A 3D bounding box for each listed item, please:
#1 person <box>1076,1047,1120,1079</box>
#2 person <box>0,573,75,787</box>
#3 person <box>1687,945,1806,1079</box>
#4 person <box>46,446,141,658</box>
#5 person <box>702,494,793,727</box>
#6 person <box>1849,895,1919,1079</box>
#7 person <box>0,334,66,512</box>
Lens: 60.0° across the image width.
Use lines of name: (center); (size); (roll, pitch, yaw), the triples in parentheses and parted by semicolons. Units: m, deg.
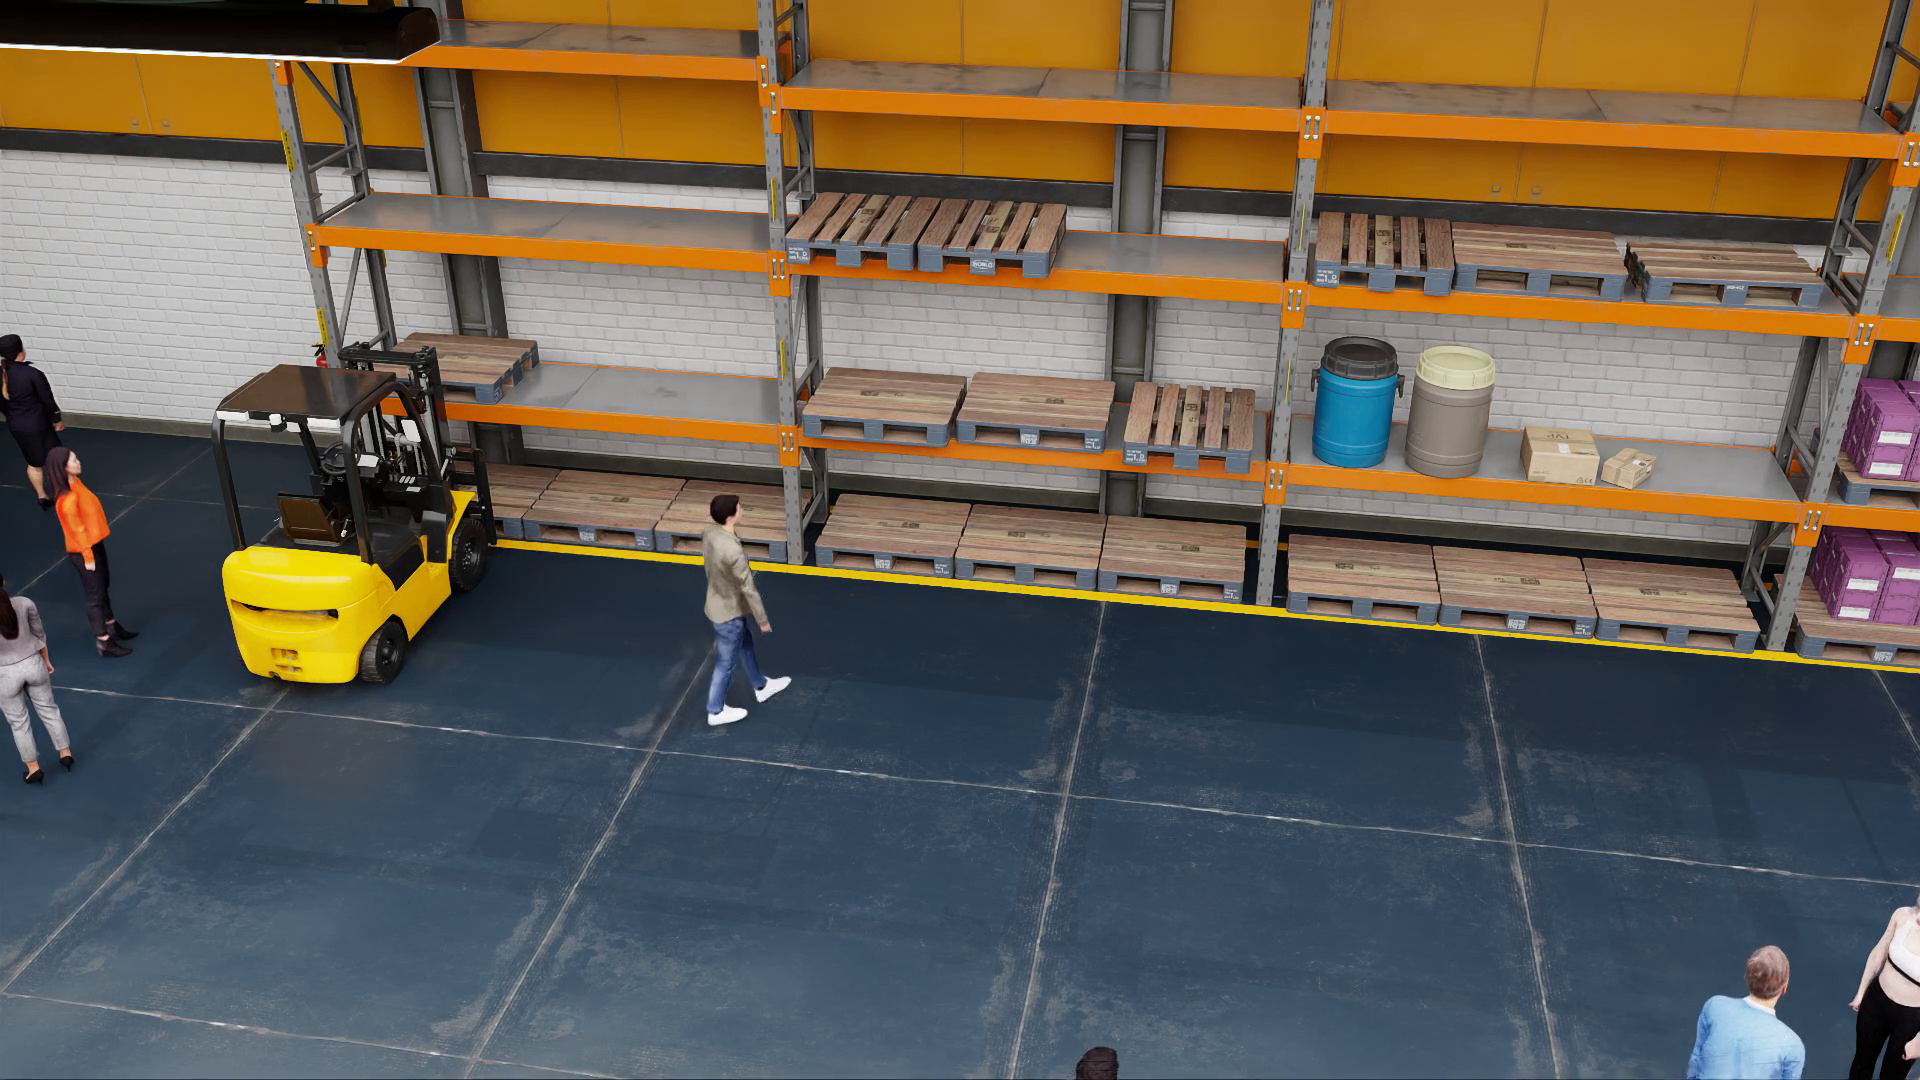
person: (0.639, 2.972, 8.051); (0.821, 1.211, 0.747); (17, 33, 28)
person: (-6.409, 0.920, 11.325); (0.750, 1.678, 0.722); (23, 36, 36)
person: (3.621, 2.735, 7.879); (0.971, 1.793, 0.918); (-19, 34, -31)
person: (-6.722, 0.087, 12.780); (0.709, 1.748, 0.703); (-9, 30, -17)
person: (-1.735, 0.535, 11.862); (1.127, 1.841, 1.044); (-15, 32, -25)
person: (4.798, 2.421, 8.499); (0.673, 1.749, 0.667); (-9, 30, -16)
person: (-8.320, -1.032, 14.911); (0.552, 1.671, 0.747); (4, 29, 8)
